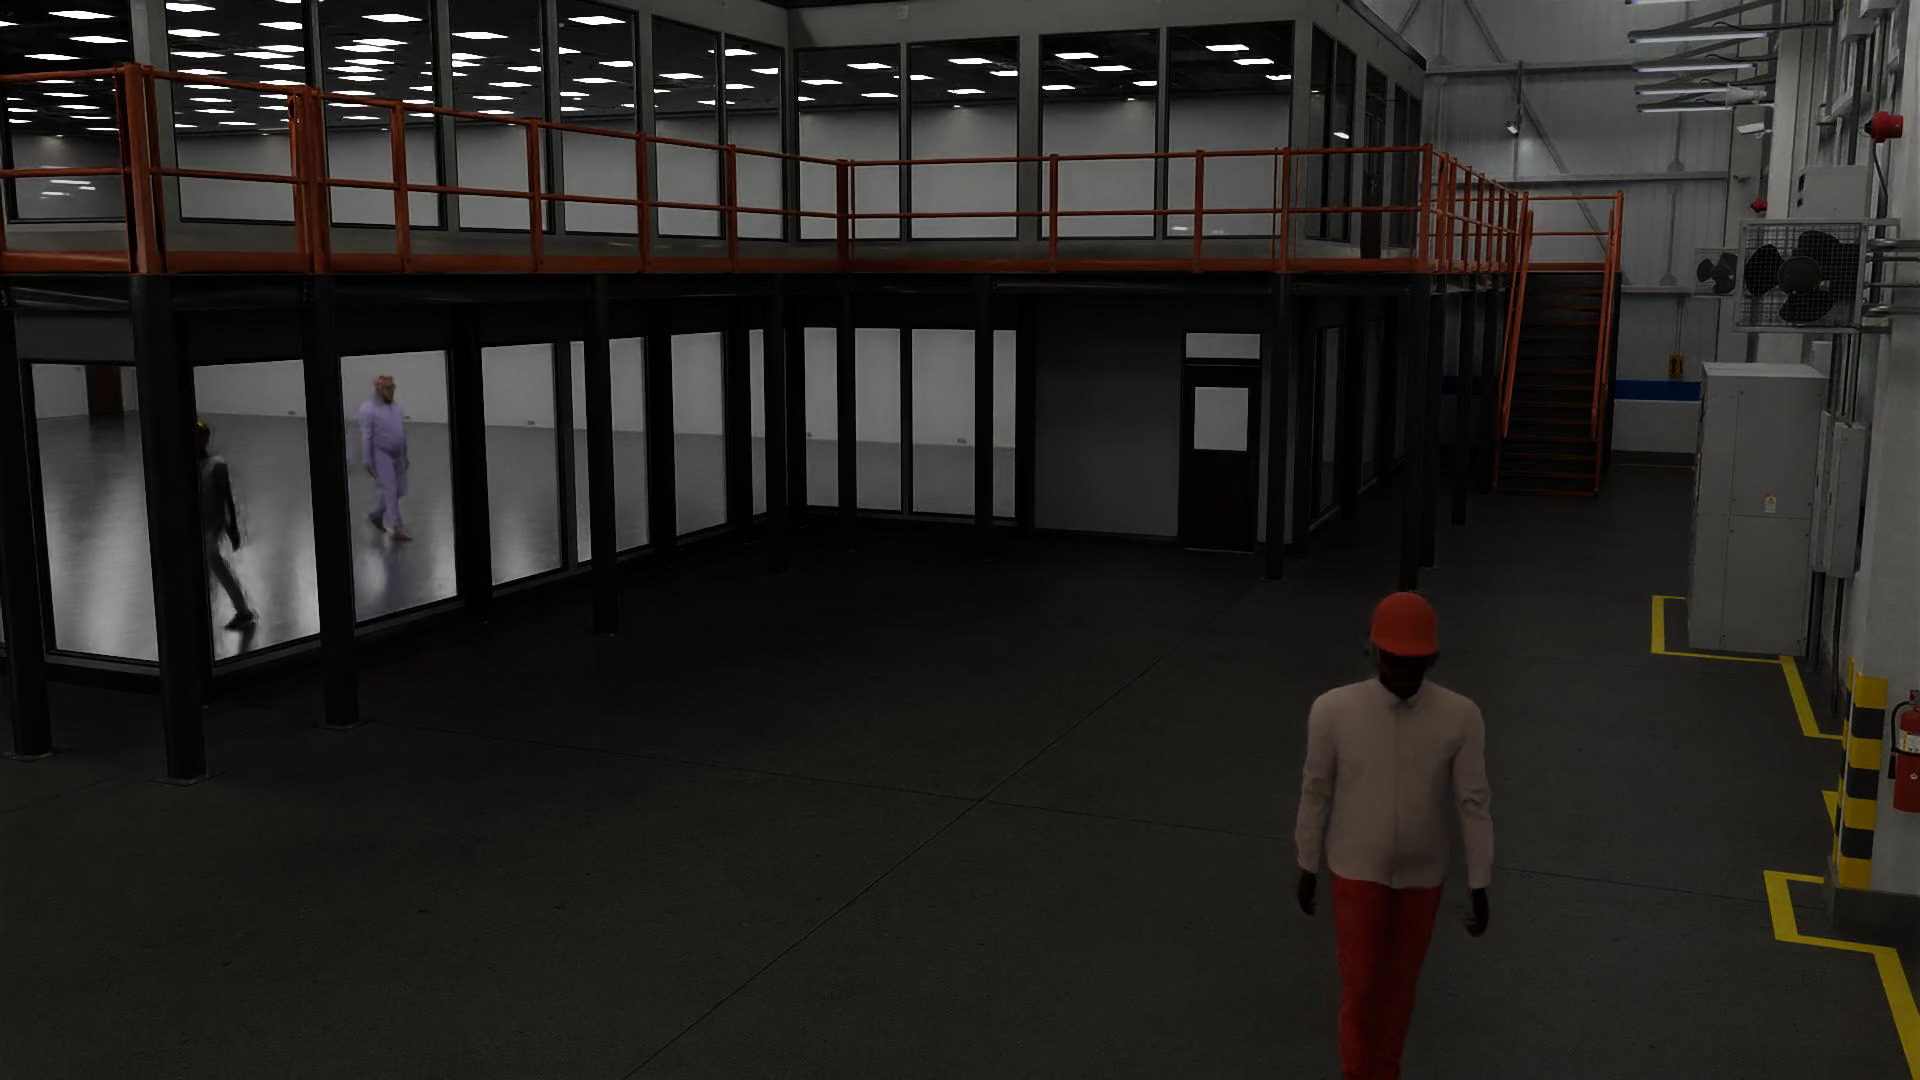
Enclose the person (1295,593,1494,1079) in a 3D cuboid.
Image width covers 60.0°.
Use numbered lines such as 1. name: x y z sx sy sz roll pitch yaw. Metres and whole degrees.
1. person: 1.502 1.162 5.685 0.644 1.968 0.726 0 9 0
